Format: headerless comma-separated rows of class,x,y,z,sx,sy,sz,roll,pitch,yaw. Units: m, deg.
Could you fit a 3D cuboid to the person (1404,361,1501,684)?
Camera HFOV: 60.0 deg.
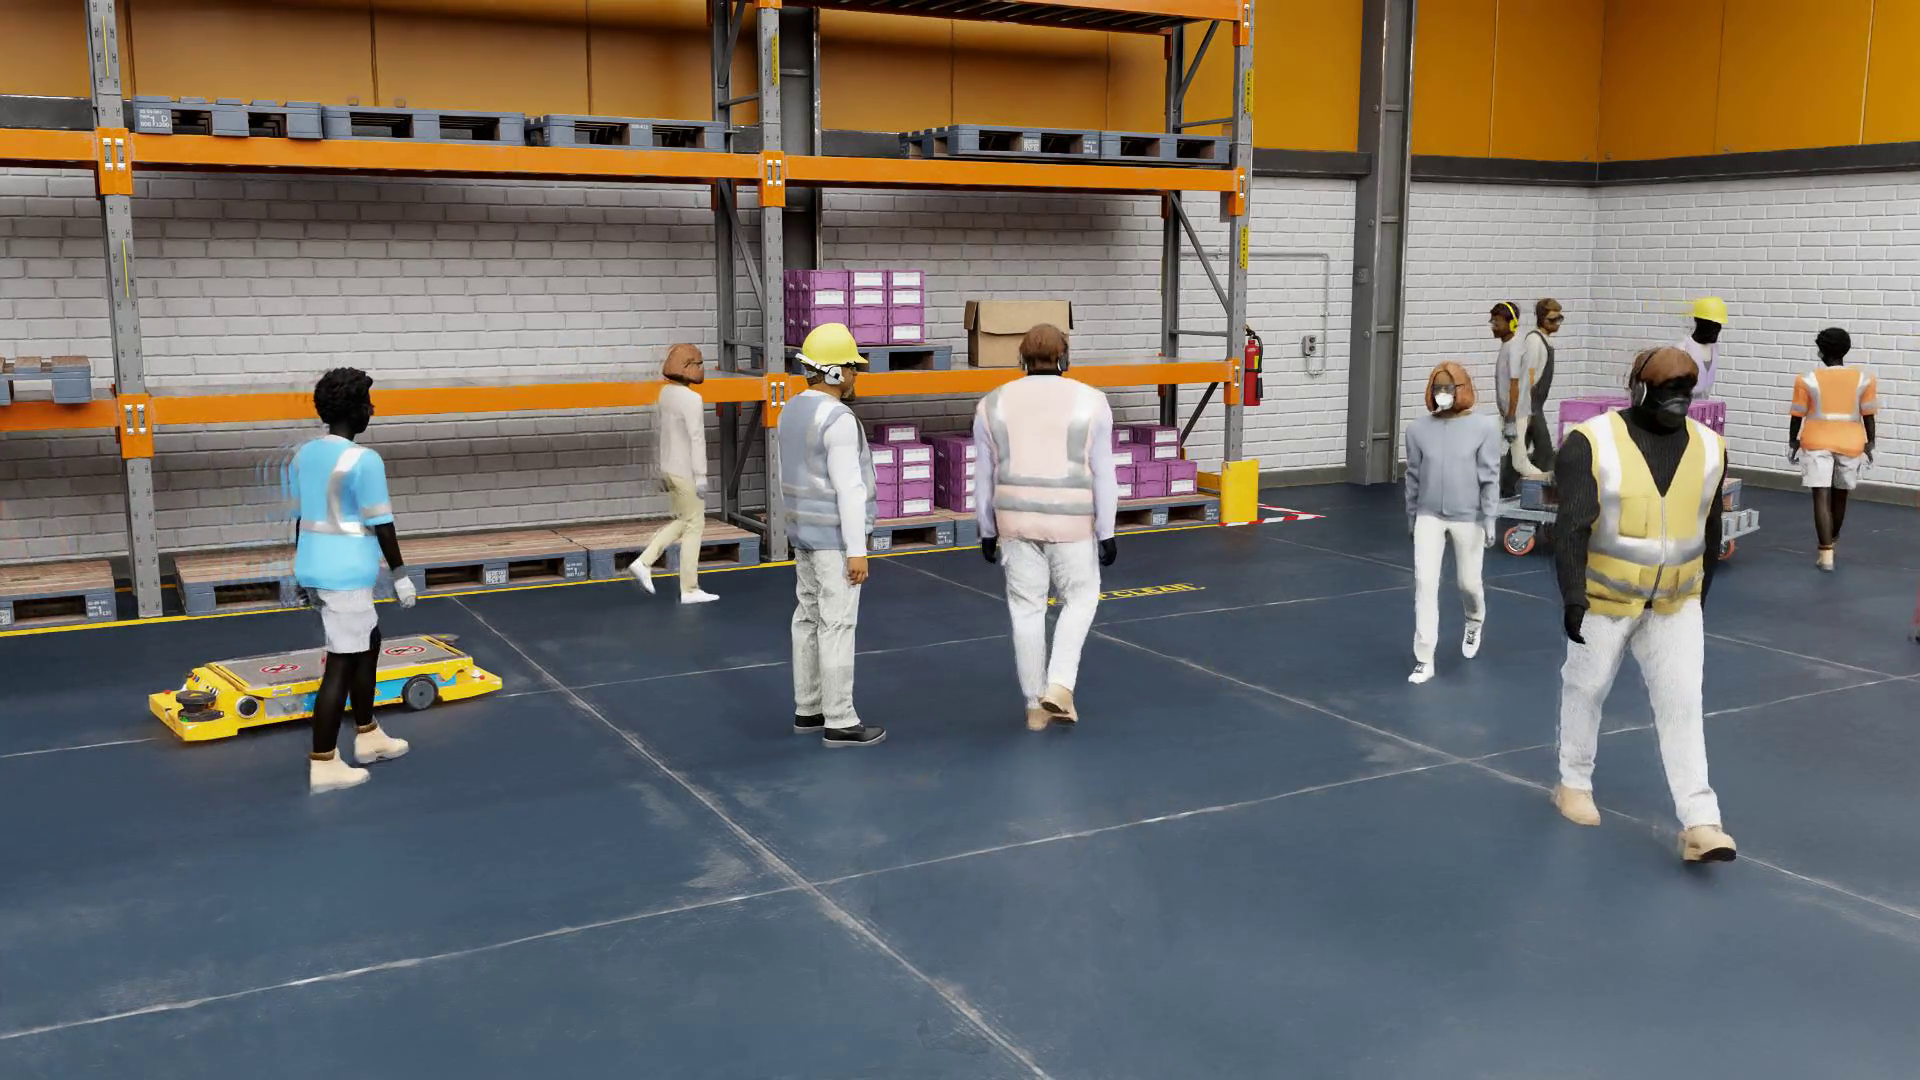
person,2.513,-0.113,8.476,0.498,1.611,0.727,5,11,29

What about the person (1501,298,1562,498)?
person,4.816,-1.097,13.865,0.587,1.807,0.629,4,10,24

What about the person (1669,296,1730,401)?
person,5.603,-0.977,13.014,0.607,1.863,0.941,-5,11,-30

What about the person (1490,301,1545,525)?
person,4.444,-0.986,13.234,0.928,1.810,0.588,1,9,9

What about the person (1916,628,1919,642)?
person,5.541,-0.208,8.736,0.524,1.720,0.895,-5,11,-29

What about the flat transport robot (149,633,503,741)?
flat transport robot,-2.963,0.664,7.810,1.431,0.197,0.652,-7,12,-37

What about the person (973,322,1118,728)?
person,0.380,-0.048,7.412,0.656,1.829,0.429,2,10,14

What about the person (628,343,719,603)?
person,-1.743,-0.393,10.176,0.453,1.622,0.499,-6,11,-33

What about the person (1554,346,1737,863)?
person,2.418,0.220,5.892,0.646,1.792,0.960,0,9,0

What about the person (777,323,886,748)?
person,-0.558,-0.021,7.233,0.404,1.831,0.600,-6,11,-32

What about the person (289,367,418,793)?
person,-2.403,0.149,6.693,0.538,1.676,0.665,9,13,43

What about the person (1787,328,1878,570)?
person,6.042,-0.647,11.584,0.547,1.645,0.863,2,10,14
